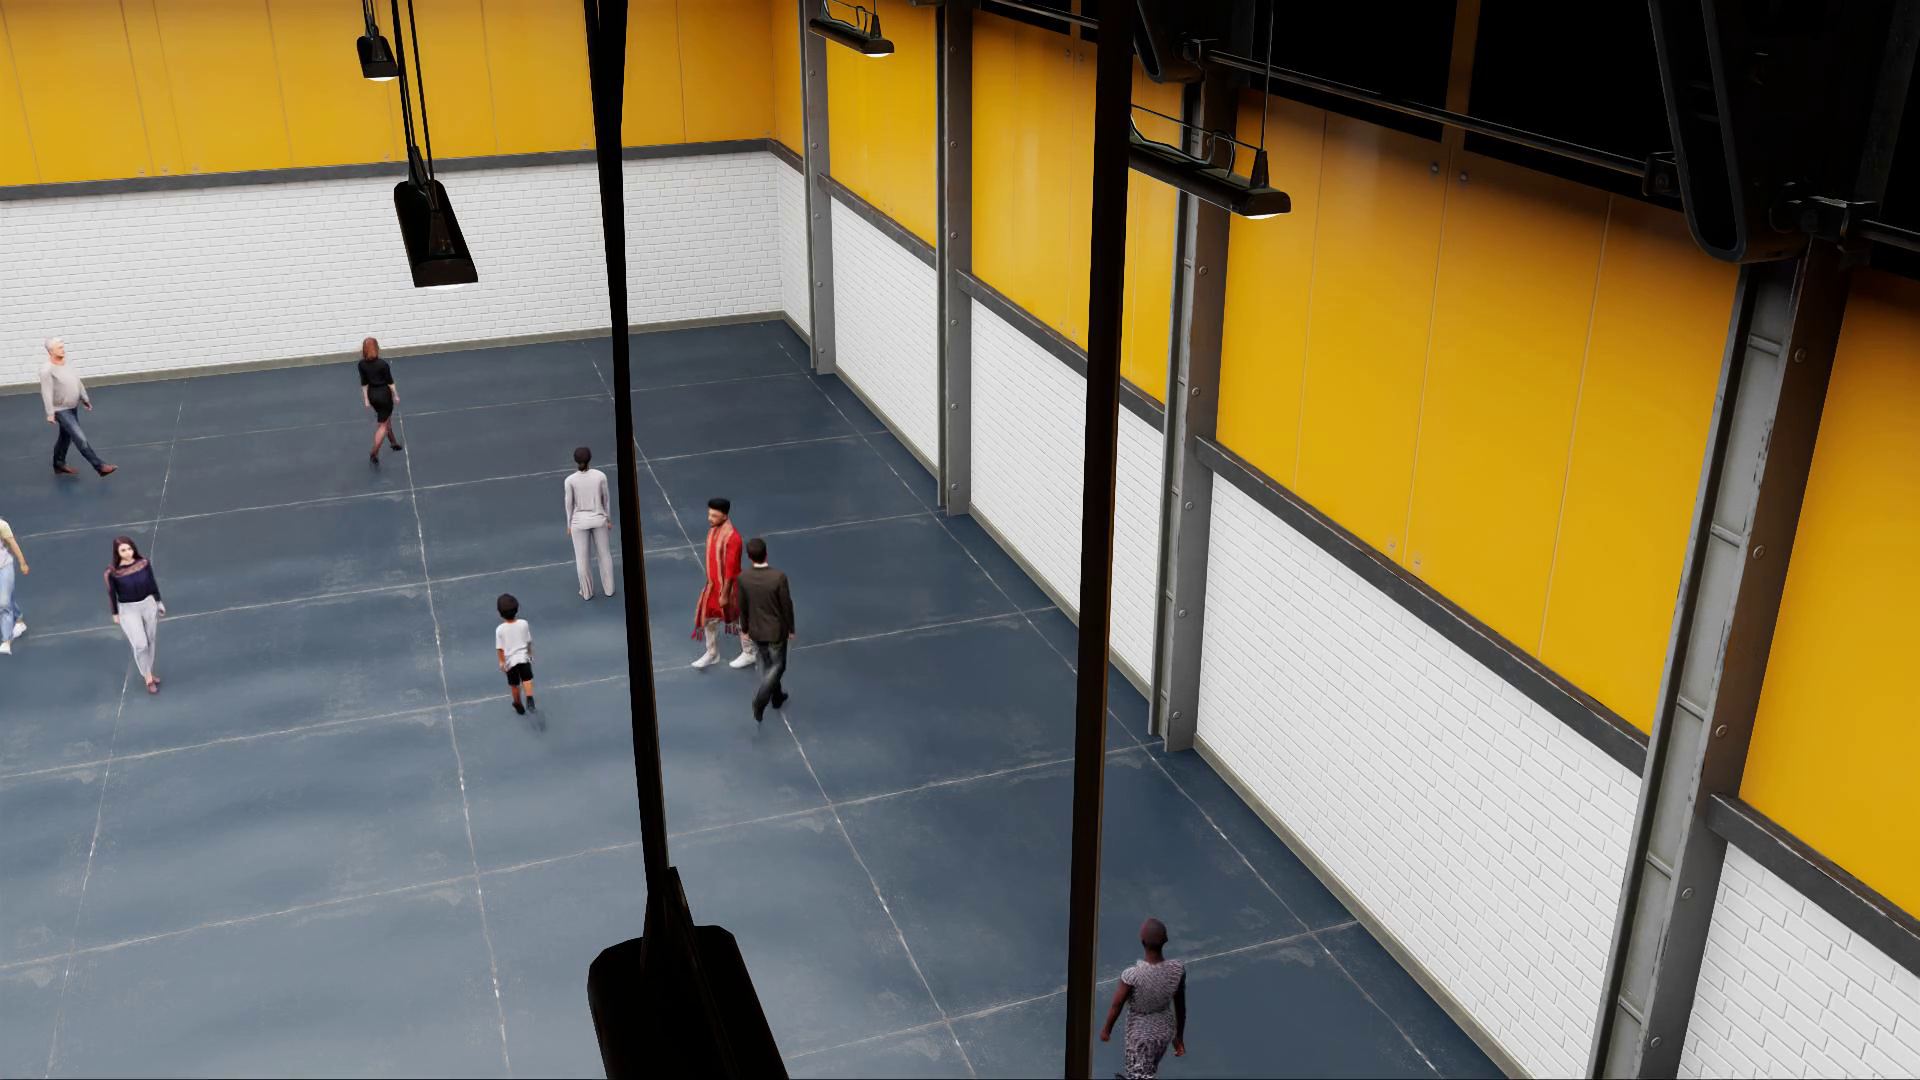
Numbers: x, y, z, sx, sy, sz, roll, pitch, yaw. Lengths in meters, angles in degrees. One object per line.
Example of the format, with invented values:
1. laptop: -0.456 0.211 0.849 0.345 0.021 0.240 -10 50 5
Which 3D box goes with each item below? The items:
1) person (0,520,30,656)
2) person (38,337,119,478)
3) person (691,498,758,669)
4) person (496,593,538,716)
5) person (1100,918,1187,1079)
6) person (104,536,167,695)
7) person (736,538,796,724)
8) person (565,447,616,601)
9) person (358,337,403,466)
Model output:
1. person: -9.849 0.301 17.055 0.801 1.673 1.169 -4 24 -9
2. person: -11.549 -1.669 21.329 1.151 1.859 1.257 2 24 4
3. person: -2.221 0.410 16.581 0.915 1.852 0.915 -19 30 -36
4. person: -4.179 1.112 15.720 0.567 1.255 0.686 -13 27 -28
5. person: 1.206 3.197 10.328 0.645 1.754 1.081 -10 25 -21
6. person: -8.064 0.688 16.266 0.848 1.595 0.773 17 29 34
7. person: -1.829 0.872 15.618 1.023 1.778 1.128 7 25 16
8. person: -4.035 -0.193 18.105 0.643 1.736 0.524 -9 25 -20
9. person: -7.648 -1.794 21.854 0.984 1.668 1.131 7 24 15
